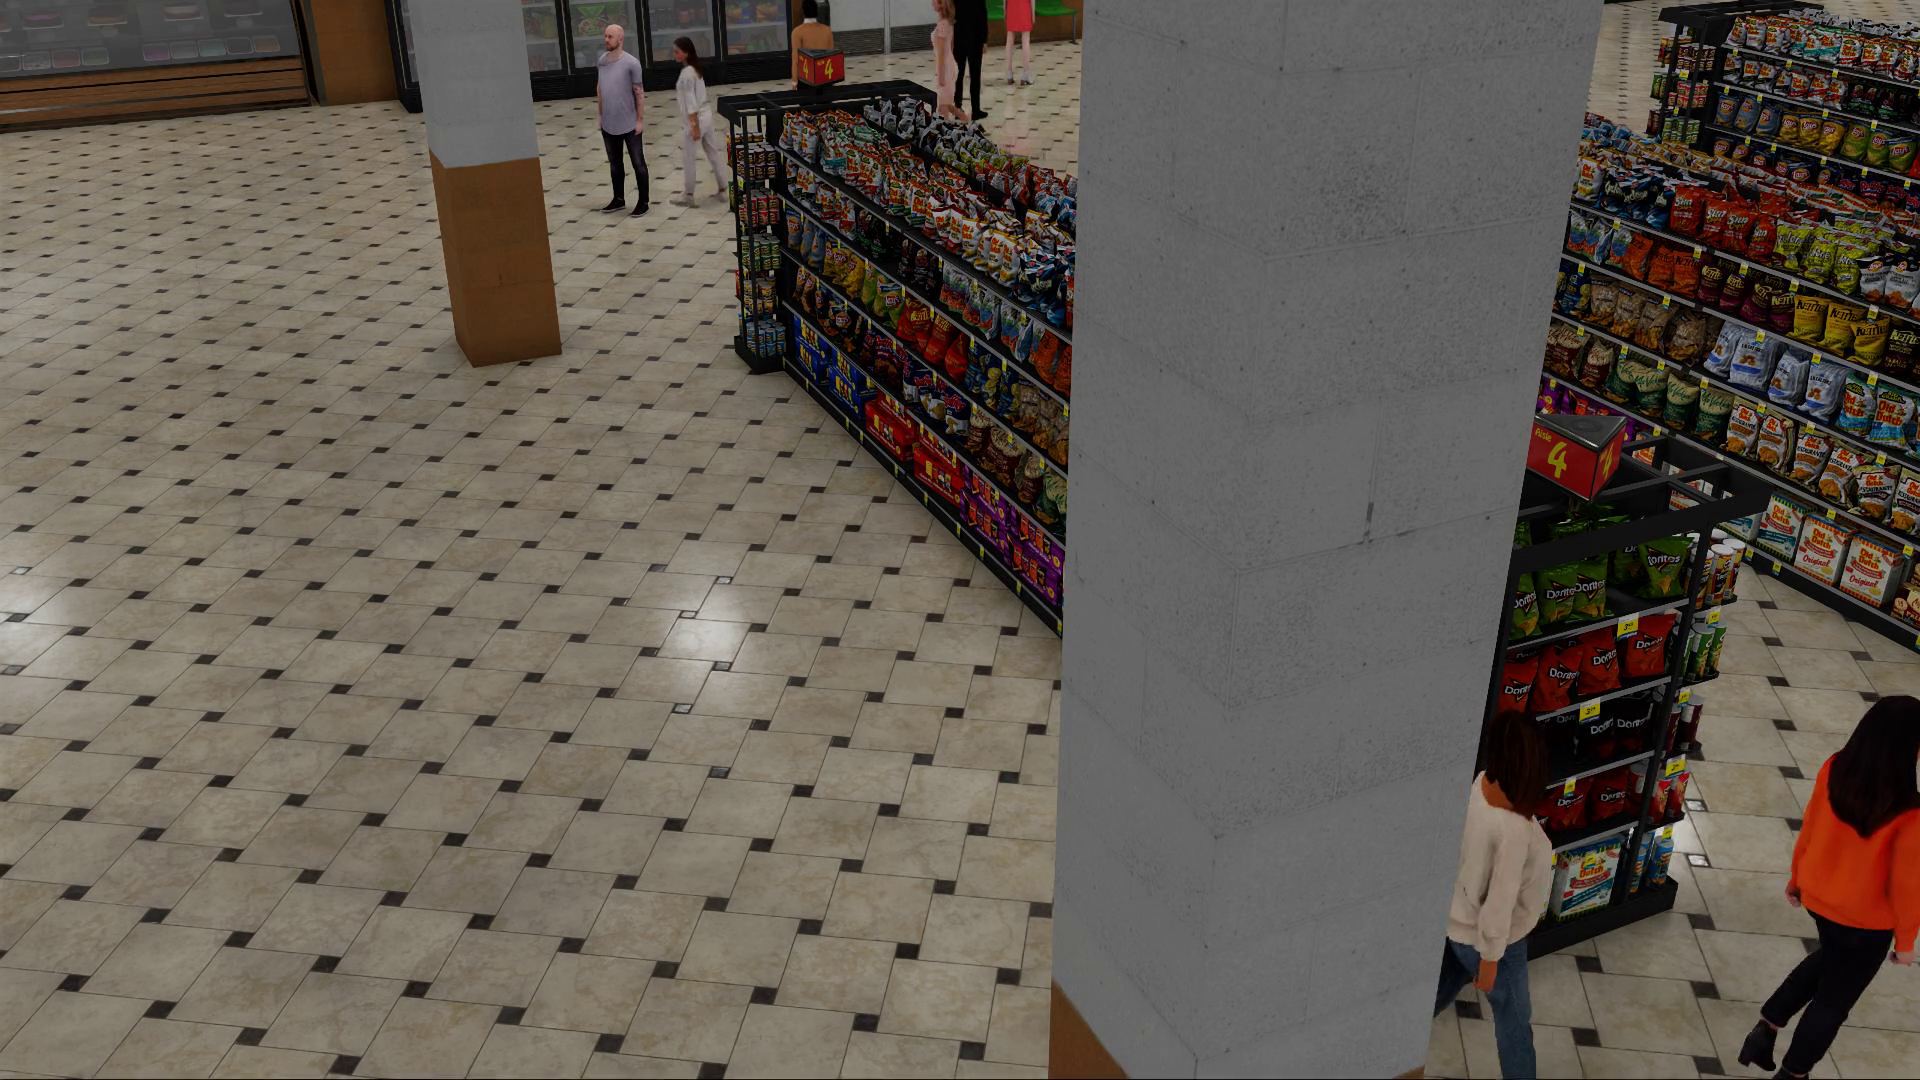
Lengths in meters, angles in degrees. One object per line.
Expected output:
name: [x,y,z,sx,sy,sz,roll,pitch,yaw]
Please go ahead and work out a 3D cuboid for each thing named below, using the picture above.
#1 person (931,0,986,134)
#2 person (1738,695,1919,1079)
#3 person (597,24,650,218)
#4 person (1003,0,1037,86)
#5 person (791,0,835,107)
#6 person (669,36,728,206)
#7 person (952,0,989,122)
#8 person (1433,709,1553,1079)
person: [-0.061,-5.114,18.309,0.891,1.821,0.864,5,27,9]
person: [2.999,1.300,5.753,0.768,1.738,0.671,-4,27,-7]
person: [-3.325,-4.124,16.340,0.738,1.838,0.821,12,29,23]
person: [0.770,-6.934,21.891,0.642,1.827,0.733,14,30,25]
person: [-1.601,-5.011,18.183,0.666,1.753,0.570,-14,30,-25]
person: [-2.580,-4.185,16.655,0.949,1.661,0.893,6,27,11]
person: [0.087,-6.047,20.070,0.768,1.892,0.847,12,29,22]
person: [1.712,1.352,5.771,0.990,1.630,1.071,2,27,4]
